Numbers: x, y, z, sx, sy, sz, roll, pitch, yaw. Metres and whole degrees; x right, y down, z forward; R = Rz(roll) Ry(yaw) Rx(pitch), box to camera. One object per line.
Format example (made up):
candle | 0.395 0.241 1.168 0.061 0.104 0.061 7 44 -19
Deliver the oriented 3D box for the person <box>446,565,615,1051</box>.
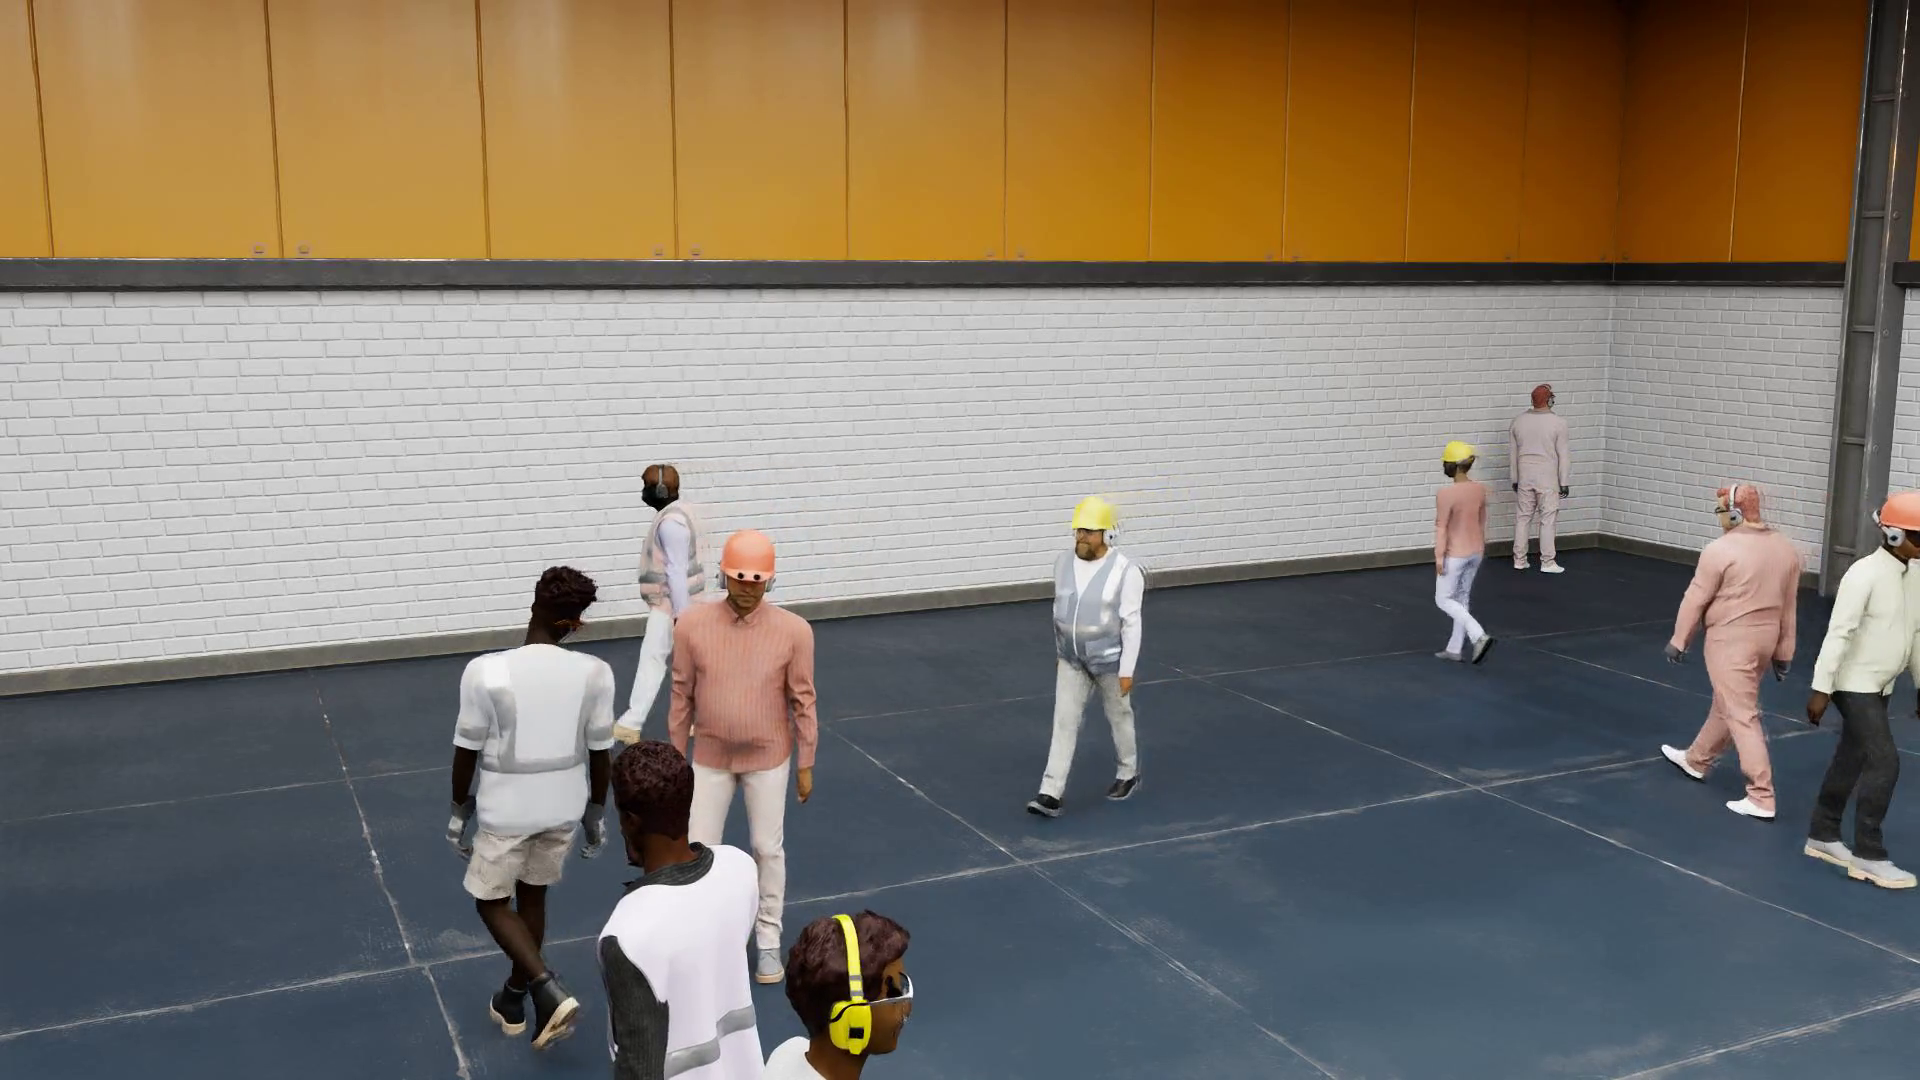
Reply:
person | -1.667 1.042 6.490 0.640 1.911 0.673 -7 11 -36

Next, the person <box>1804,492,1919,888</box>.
person | 4.581 0.737 8.246 0.692 1.958 0.783 -7 11 -35

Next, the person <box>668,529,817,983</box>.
person | -0.924 0.922 7.046 0.629 1.976 0.431 0 9 1

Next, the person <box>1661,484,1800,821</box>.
person | 4.373 0.598 9.494 0.626 1.842 0.994 -4 10 -25

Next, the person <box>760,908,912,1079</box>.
person | -0.249 1.605 3.189 0.330 1.861 0.504 -3 10 -17

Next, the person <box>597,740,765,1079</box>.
person | -0.680 1.428 4.100 0.395 1.915 0.587 3 10 20

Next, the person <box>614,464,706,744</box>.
person | -1.956 0.413 10.743 0.898 1.800 0.657 -1 9 -4

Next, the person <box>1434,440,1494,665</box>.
person | 3.886 0.120 12.746 0.535 1.753 0.581 -6 11 -32

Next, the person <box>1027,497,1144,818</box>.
person | 0.737 0.651 9.311 0.611 1.789 0.938 6 11 34

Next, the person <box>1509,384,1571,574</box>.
person | 5.866 -0.618 16.804 0.410 1.913 0.643 -9 13 -43
